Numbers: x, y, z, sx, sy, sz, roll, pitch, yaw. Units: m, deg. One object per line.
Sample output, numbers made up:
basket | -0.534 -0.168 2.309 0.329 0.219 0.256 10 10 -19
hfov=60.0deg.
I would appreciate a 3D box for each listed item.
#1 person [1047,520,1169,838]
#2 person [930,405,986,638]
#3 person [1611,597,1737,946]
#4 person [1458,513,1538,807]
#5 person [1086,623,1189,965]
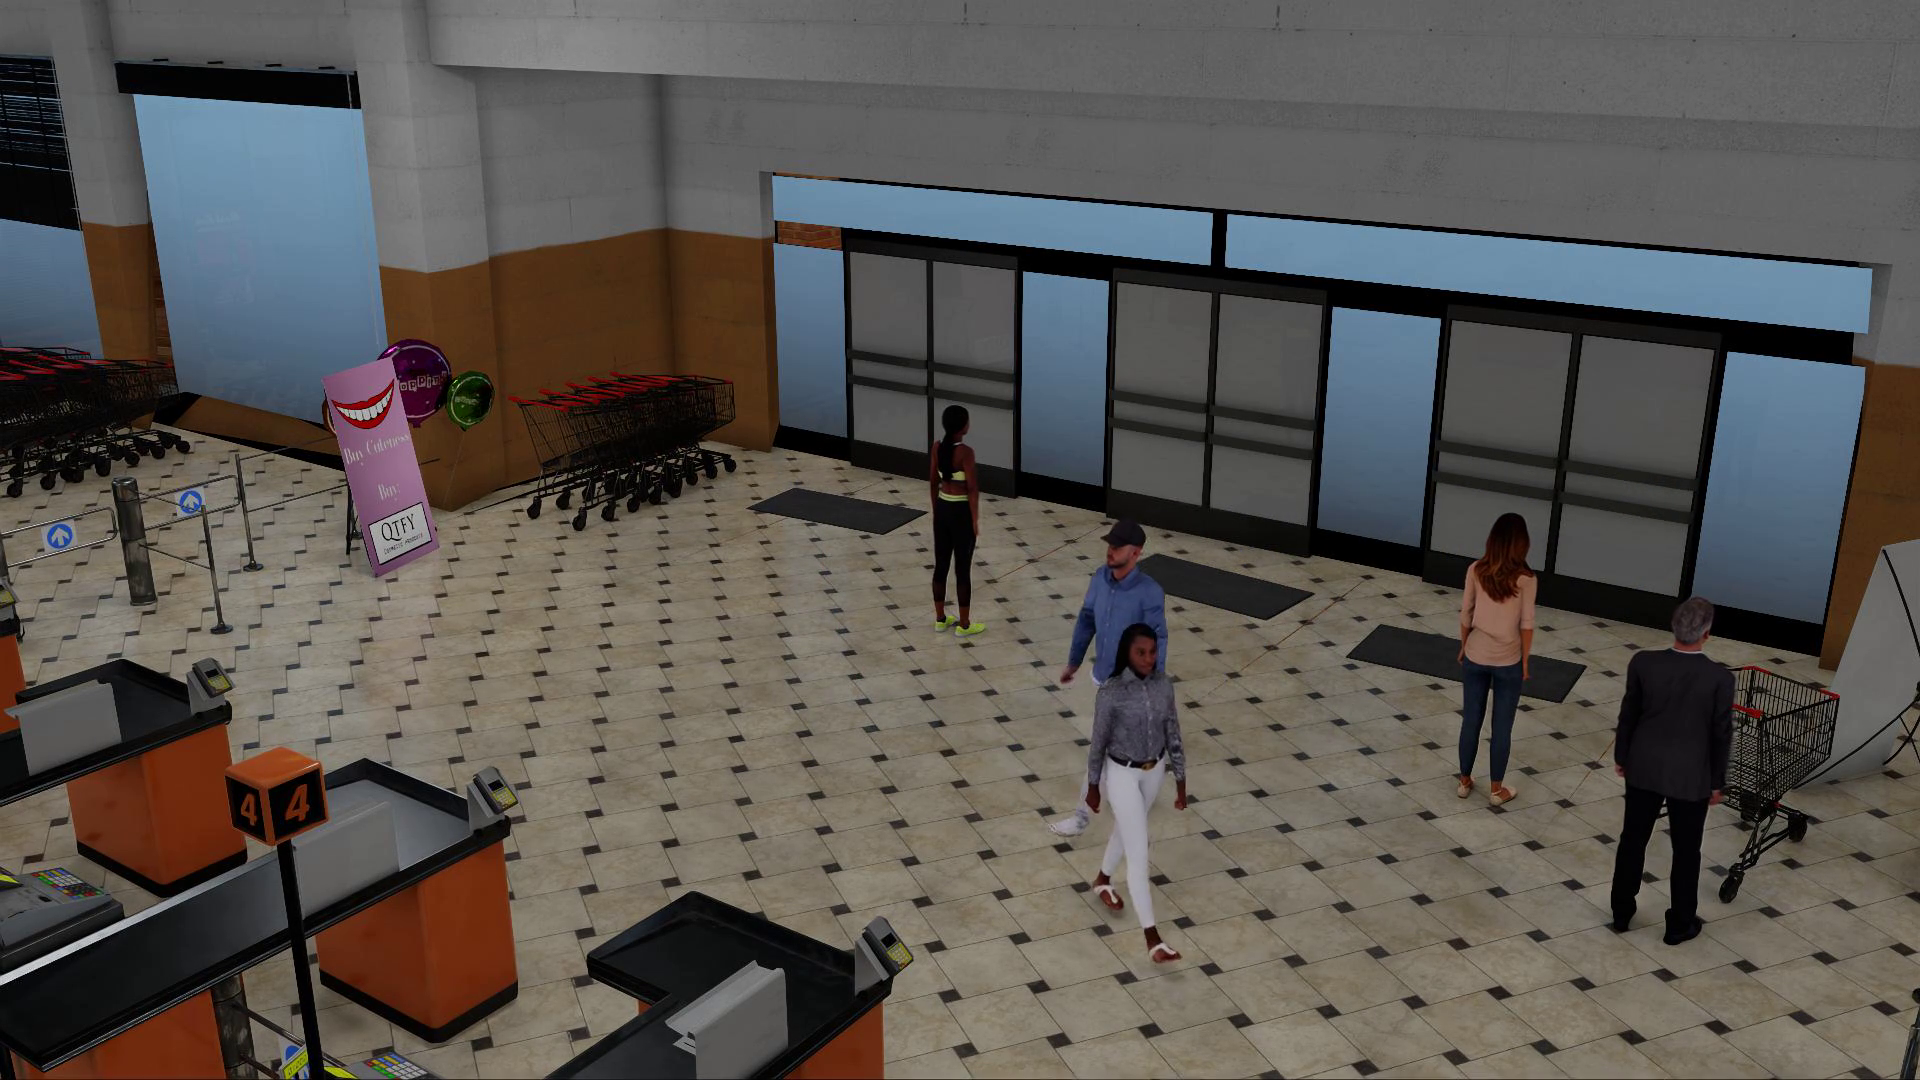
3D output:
person | 0.972 0.774 9.521 1.256 1.839 0.921 -13 23 -34
person | -0.049 -0.146 12.386 0.559 1.753 0.495 14 23 35
person | 3.589 1.152 8.398 0.699 1.841 0.584 14 23 35
person | 3.149 0.700 9.816 0.583 1.792 0.517 14 23 35
person | 0.847 1.218 8.470 1.180 1.670 1.075 -8 20 -23
